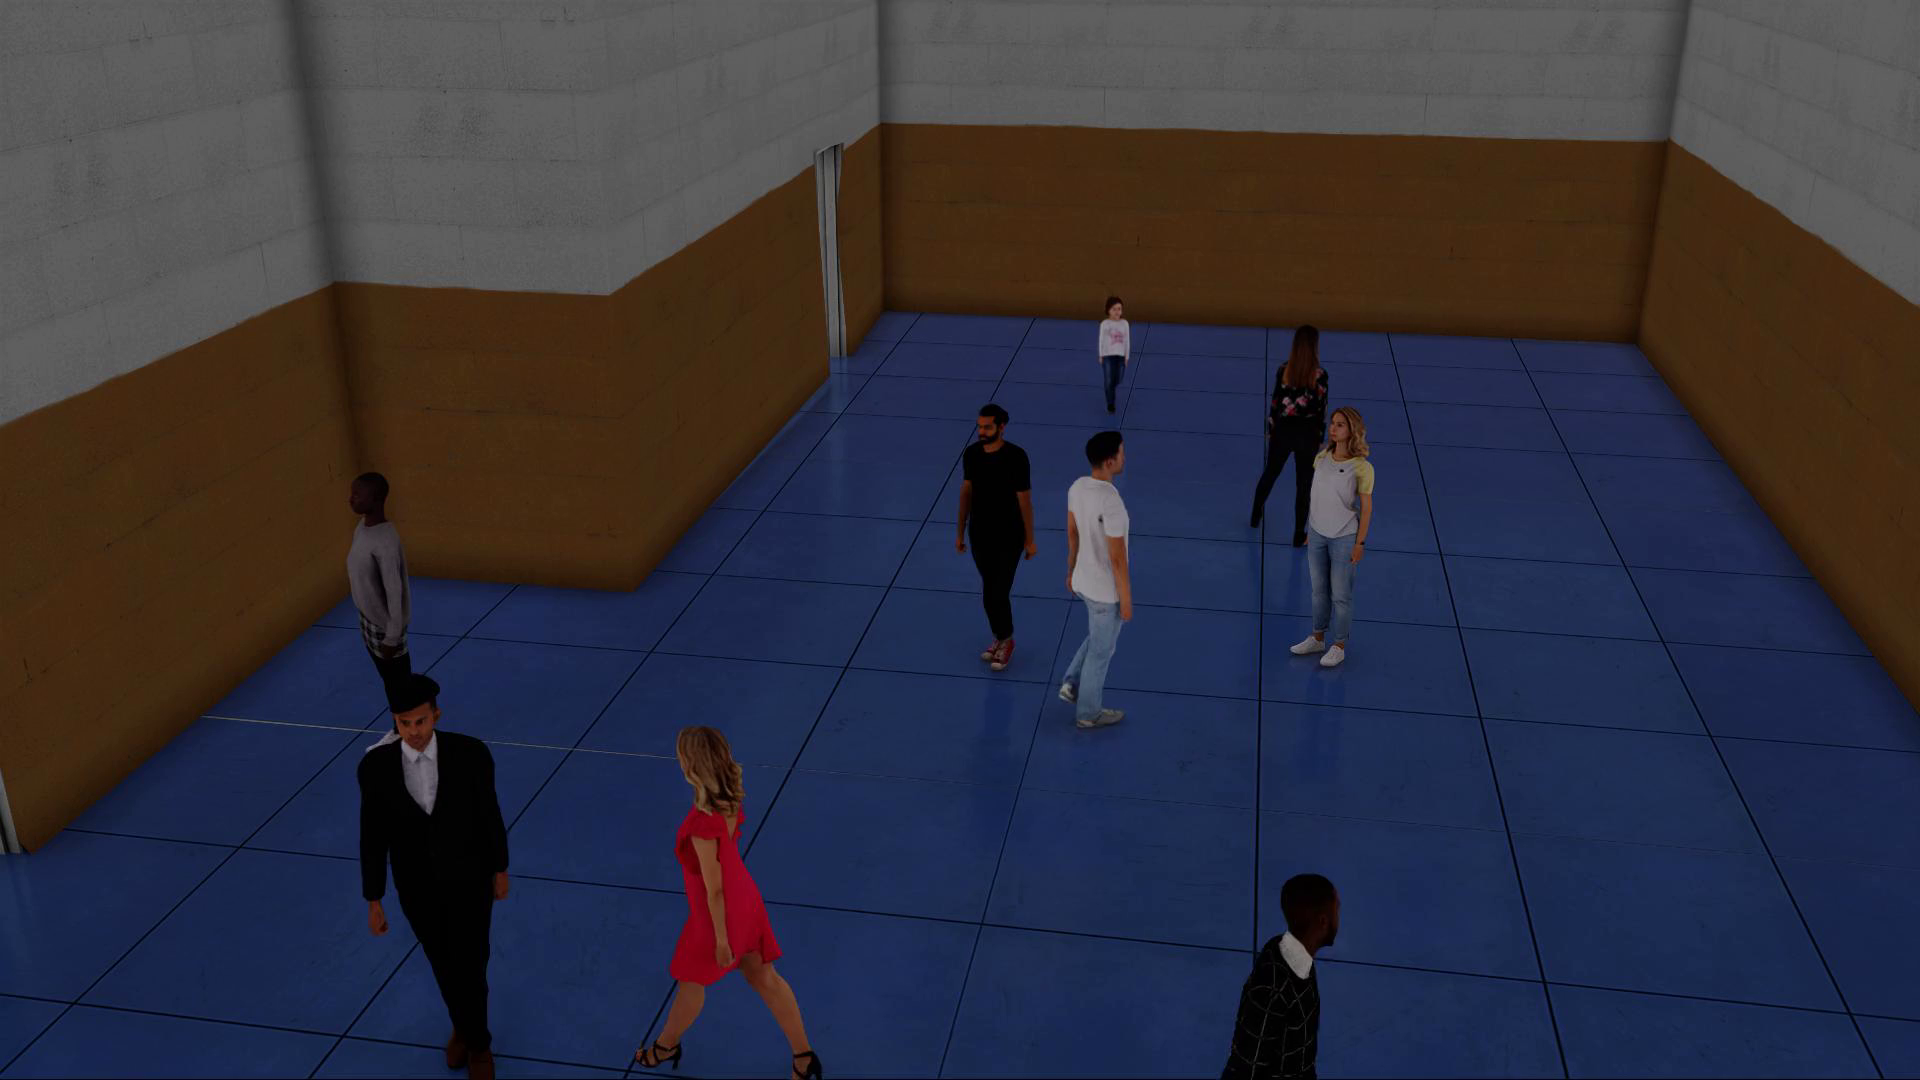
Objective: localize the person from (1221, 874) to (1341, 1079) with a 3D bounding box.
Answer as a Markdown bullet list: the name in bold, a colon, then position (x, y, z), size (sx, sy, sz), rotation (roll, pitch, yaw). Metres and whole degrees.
- **person**: position (0.966, 1.974, 5.588), size (0.710, 1.793, 0.876), rotation (19, 29, 39)

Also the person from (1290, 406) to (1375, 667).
- **person**: position (2.408, -0.030, 10.647), size (0.768, 1.723, 0.691), rotation (-17, 28, -36)

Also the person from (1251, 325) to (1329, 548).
- **person**: position (2.539, -0.795, 12.651), size (0.729, 1.665, 0.881), rotation (14, 26, 31)

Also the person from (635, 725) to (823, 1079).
- **person**: position (-0.868, 1.558, 6.783), size (1.082, 1.674, 0.638), rotation (6, 23, 15)

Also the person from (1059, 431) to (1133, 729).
- **person**: position (0.745, 0.269, 9.755), size (0.847, 1.849, 0.814), rotation (-8, 23, -20)

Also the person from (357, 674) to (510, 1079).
- **person**: position (-2.167, 1.365, 7.005), size (0.754, 1.866, 0.880), rotation (-2, 22, -5)

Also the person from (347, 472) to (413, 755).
- **person**: position (-3.237, 0.452, 9.404), size (0.748, 1.771, 0.679), rotation (-16, 27, -34)

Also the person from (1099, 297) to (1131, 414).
- **person**: position (1.460, -1.792, 15.890), size (0.698, 1.100, 0.617), rotation (-2, 22, -5)

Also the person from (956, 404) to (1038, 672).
- **person**: position (0.284, -0.053, 10.698), size (0.733, 1.744, 0.838), rotation (14, 26, 30)
